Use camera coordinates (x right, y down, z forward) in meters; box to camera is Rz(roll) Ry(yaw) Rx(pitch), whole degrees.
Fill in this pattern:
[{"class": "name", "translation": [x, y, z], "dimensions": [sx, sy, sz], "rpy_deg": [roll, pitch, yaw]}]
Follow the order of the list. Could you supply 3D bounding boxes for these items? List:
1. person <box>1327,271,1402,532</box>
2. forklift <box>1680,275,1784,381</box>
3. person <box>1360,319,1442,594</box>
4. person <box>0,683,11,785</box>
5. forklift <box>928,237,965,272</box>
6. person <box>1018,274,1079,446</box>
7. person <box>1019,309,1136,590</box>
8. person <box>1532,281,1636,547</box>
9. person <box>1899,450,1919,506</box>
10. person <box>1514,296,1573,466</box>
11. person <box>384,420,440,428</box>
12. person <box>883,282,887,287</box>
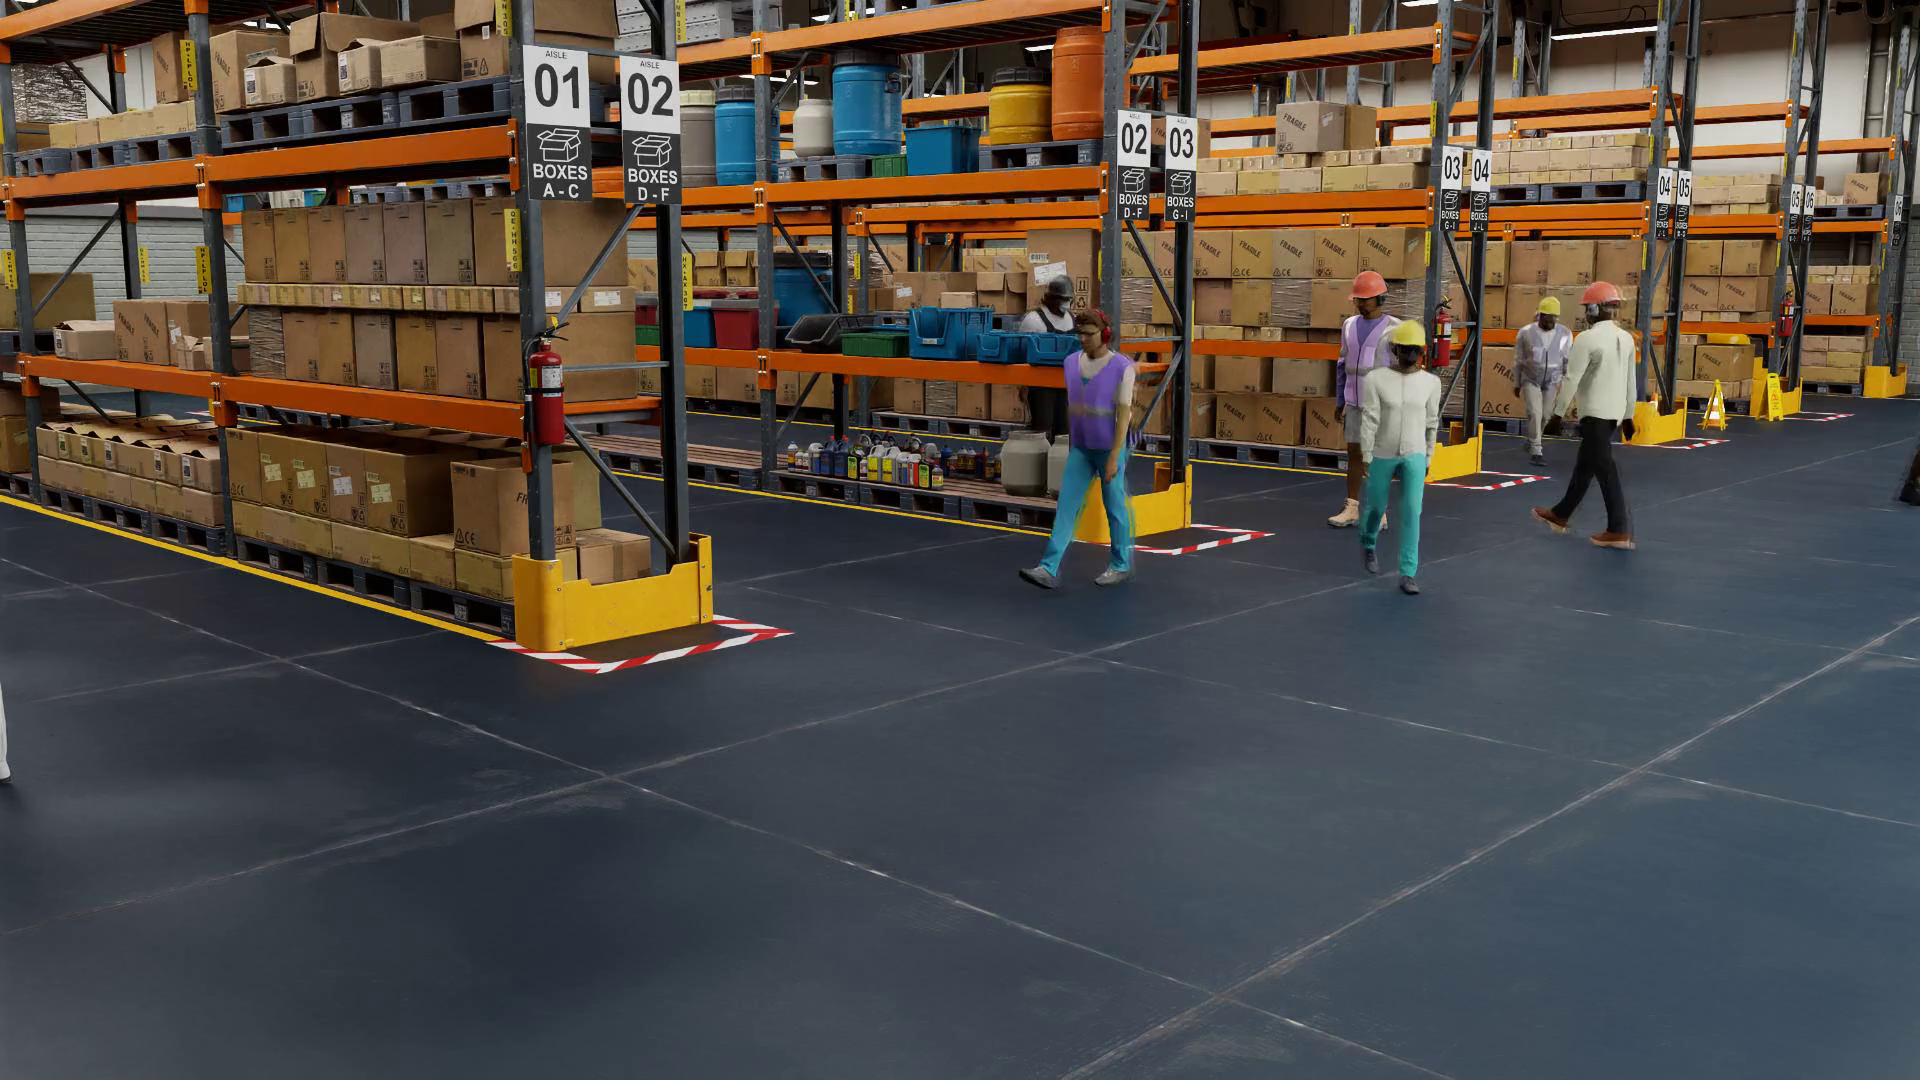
[{"class": "person", "translation": [3.197, -1.089, 13.081], "dimensions": [0.396, 2.033, 0.605], "rpy_deg": [-8, 12, -40]}, {"class": "forklift", "translation": [12.480, -3.427, 27.053], "dimensions": [1.214, 2.155, 2.313], "rpy_deg": [9, 13, 43]}, {"class": "person", "translation": [2.837, -0.574, 10.825], "dimensions": [0.517, 1.735, 0.820], "rpy_deg": [1, 9, 3]}, {"class": "person", "translation": [-3.955, 0.195, 6.446], "dimensions": [0.316, 1.629, 0.507], "rpy_deg": [1, 9, 9]}, {"class": "forklift", "translation": [-0.326, -5.817, 39.609], "dimensions": [1.129, 2.768, 1.873], "rpy_deg": [9, 13, 43]}, {"class": "person", "translation": [0.829, -1.506, 15.745], "dimensions": [0.694, 2.000, 0.723], "rpy_deg": [-7, 12, -38]}, {"class": "person", "translation": [0.801, -0.553, 10.528], "dimensions": [0.587, 1.787, 0.971], "rpy_deg": [9, 13, 43]}, {"class": "person", "translation": [4.699, -0.956, 12.523], "dimensions": [0.618, 1.944, 1.008], "rpy_deg": [-7, 12, -36]}, {"class": "person", "translation": [8.592, -1.196, 14.201], "dimensions": [0.571, 1.879, 1.008], "rpy_deg": [-7, 12, -37]}, {"class": "person", "translation": [6.185, -1.712, 17.723], "dimensions": [0.599, 1.785, 0.810], "rpy_deg": [1, 9, 4]}, {"class": "person", "translation": [-4.484, -1.157, 13.709], "dimensions": [0.606, 1.966, 0.369], "rpy_deg": [-8, 12, -42]}, {"class": "person", "translation": [-1.206, -2.869, 24.497], "dimensions": [0.435, 1.866, 0.608], "rpy_deg": [8, 12, 41]}]
